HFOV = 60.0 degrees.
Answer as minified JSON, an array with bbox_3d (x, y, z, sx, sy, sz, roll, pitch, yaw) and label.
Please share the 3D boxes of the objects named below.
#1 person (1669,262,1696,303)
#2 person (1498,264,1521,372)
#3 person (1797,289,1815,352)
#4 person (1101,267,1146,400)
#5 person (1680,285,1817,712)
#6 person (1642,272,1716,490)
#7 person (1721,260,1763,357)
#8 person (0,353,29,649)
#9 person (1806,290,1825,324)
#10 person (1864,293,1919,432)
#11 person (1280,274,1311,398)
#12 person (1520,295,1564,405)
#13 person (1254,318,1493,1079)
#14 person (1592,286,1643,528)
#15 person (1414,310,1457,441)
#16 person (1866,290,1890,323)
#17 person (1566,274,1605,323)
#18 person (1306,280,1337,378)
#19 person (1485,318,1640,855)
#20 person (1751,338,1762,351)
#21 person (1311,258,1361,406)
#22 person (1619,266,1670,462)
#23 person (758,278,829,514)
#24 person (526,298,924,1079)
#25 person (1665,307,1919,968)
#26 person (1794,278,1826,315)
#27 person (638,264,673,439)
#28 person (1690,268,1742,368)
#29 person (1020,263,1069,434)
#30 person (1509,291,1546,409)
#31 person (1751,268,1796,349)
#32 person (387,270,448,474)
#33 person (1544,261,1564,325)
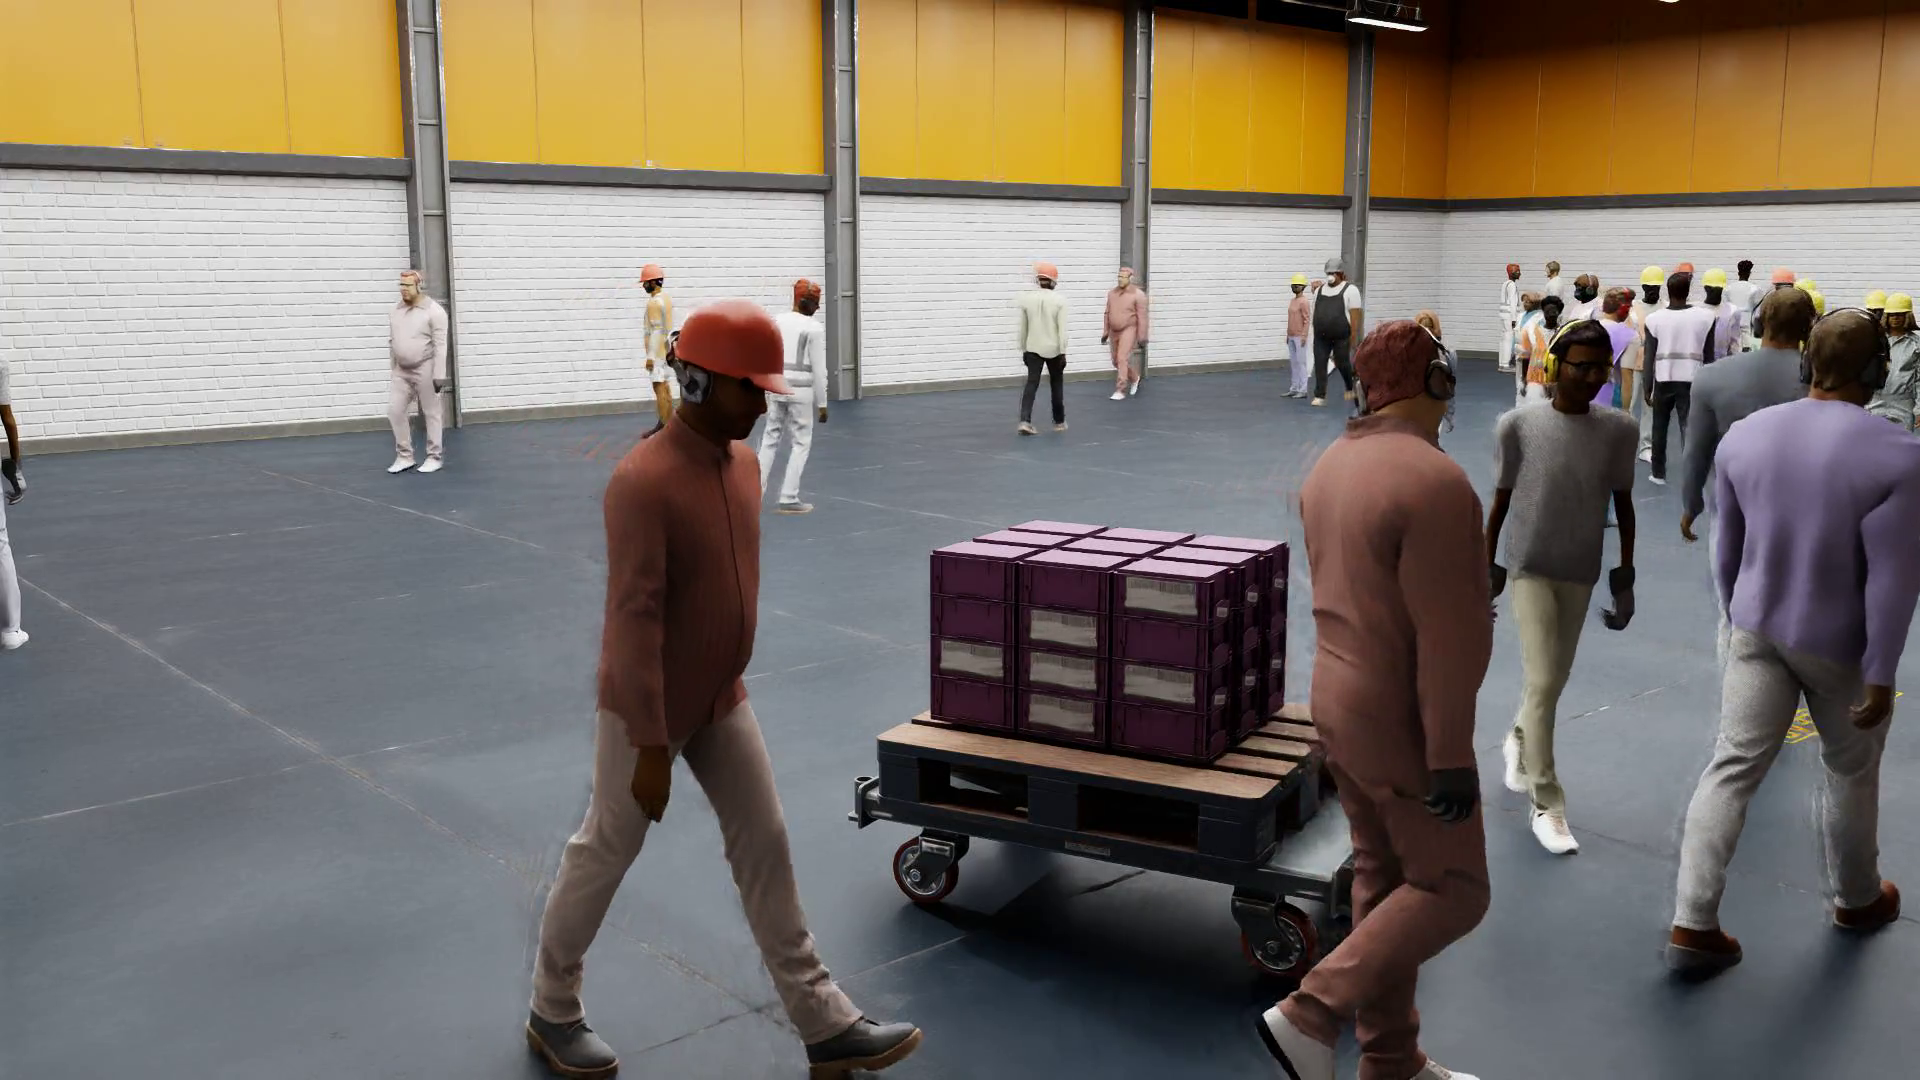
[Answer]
[{"bbox_3d":[12.111,-3.734,28.144,0.574,1.921,0.572,8,12,38],"label":"person"},{"bbox_3d":[9.660,-3.891,29.187,0.356,1.883,0.574,1,10,3],"label":"person"},{"bbox_3d":[5.454,-0.706,10.755,0.677,1.819,0.650,-3,10,-17],"label":"person"},{"bbox_3d":[2.358,-2.941,23.640,0.819,1.877,0.645,-9,13,-44],"label":"person"},{"bbox_3d":[3.362,-0.107,6.989,0.639,1.895,0.975,4,10,21],"label":"person"},{"bbox_3d":[6.261,-1.383,14.506,0.598,1.889,0.889,3,10,17],"label":"person"},{"bbox_3d":[11.887,-3.274,25.325,0.603,1.967,0.366,7,12,37],"label":"person"},{"bbox_3d":[-5.070,-0.348,8.476,0.531,1.870,0.317,-6,12,-33],"label":"person"},{"bbox_3d":[5.962,-0.869,11.788,0.615,1.777,0.940,5,11,25],"label":"person"},{"bbox_3d":[7.074,-1.000,12.665,0.484,1.745,0.297,6,12,33],"label":"person"},{"bbox_3d":[4.805,-2.904,23.731,0.298,1.772,0.533,-3,10,-15],"label":"person"},{"bbox_3d":[5.644,-1.512,15.930,0.547,1.648,0.865,4,10,22],"label":"person"},{"bbox_3d":[0.982,0.429,3.893,0.501,1.881,0.677,-1,10,-8],"label":"person"},{"bbox_3d":[4.645,-0.960,12.252,0.649,1.812,0.596,-8,12,-37],"label":"person"},{"bbox_3d":[3.644,-1.005,13.094,0.506,1.609,0.715,4,11,23],"label":"person"},{"bbox_3d":[8.243,-1.397,15.072,0.537,1.725,0.922,5,11,25],"label":"person"},{"bbox_3d":[6.476,-1.835,17.269,0.429,1.839,0.634,0,10,-3],"label":"person"},{"bbox_3d":[5.946,-3.493,27.614,0.634,1.624,0.527,2,10,12],"label":"person"},{"bbox_3d":[2.122,0.111,5.961,0.549,1.823,0.924,0,10,0],"label":"person"},{"bbox_3d":[7.575,-1.448,15.693,0.777,1.603,0.511,-1,10,-6],"label":"person"},{"bbox_3d":[5.109,-2.850,22.624,0.685,2.000,0.868,7,12,36],"label":"person"},{"bbox_3d":[6.702,-1.704,16.247,0.591,1.925,0.385,0,10,-2],"label":"person"},{"bbox_3d":[-1.385,-1.119,13.052,0.764,1.849,0.383,5,11,28],"label":"person"},{"bbox_3d":[-0.635,0.391,4.002,1.057,1.920,0.699,4,11,23],"label":"person"},{"bbox_3d":[2.409,0.287,4.752,1.029,1.893,0.634,-7,12,-36],"label":"person"},{"bbox_3d":[8.206,-1.668,16.375,0.603,1.808,0.427,3,10,19],"label":"person"},{"bbox_3d":[-3.367,-2.082,18.442,0.361,1.935,0.544,1,10,5],"label":"person"},{"bbox_3d":[7.461,-1.765,16.648,0.587,1.912,0.630,2,10,11],"label":"person"},{"bbox_3d":[0.945,-2.178,18.980,0.630,1.950,1.009,5,11,26],"label":"person"},{"bbox_3d":[6.834,-2.162,19.833,0.673,1.613,0.516,-2,10,-14],"label":"person"},{"bbox_3d":[9.006,-2.043,18.347,0.547,1.878,1.021,2,10,14],"label":"person"},{"bbox_3d":[-5.090,-1.544,15.404,0.673,1.887,0.657,3,10,19],"label":"person"},{"bbox_3d":[10.154,-3.804,28.507,0.369,1.938,0.630,5,11,26],"label":"person"}]
